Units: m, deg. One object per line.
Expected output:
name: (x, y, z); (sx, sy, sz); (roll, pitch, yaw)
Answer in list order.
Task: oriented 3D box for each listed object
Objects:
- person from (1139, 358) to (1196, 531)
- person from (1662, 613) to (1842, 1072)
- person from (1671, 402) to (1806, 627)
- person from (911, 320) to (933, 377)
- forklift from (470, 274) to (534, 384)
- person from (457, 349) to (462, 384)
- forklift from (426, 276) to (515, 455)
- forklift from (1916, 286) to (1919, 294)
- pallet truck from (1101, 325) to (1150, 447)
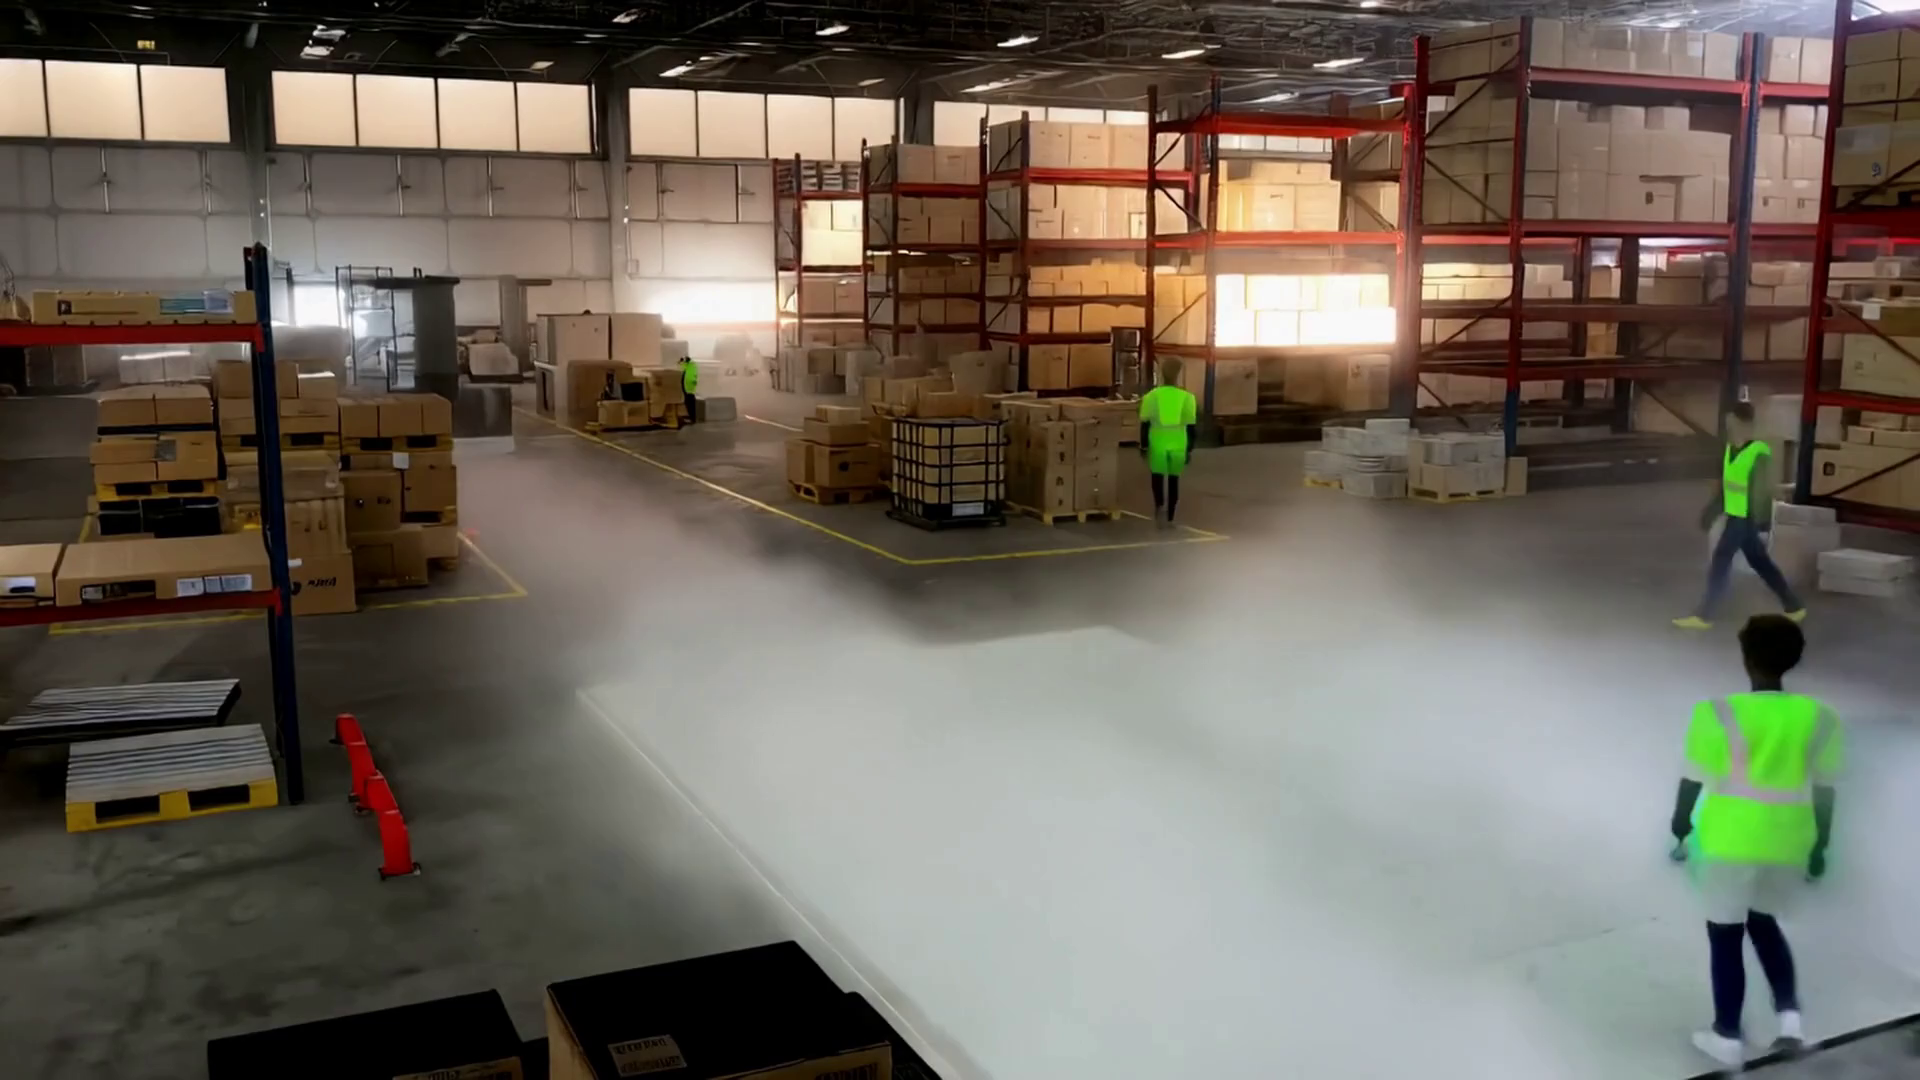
person: (2.341, -1.075, 18.707); (0.623, 1.940, 0.896); (0, 9, 3)
person: (2.855, 1.097, 5.998); (0.547, 1.681, 0.368); (-1, 9, -6)
person: (6.402, -0.192, 13.476); (1.055, 1.863, 0.579); (1, 9, 6)
person: (-0.901, -3.767, 35.609); (0.976, 1.852, 0.676); (-9, 13, -44)
forklift: (-11.485, -5.359, 42.334); (1.873, 2.768, 1.129); (-4, 10, -25)
person: (-8.687, -2.602, 27.974); (0.611, 1.995, 0.380); (-4, 10, -25)
forklift: (-8.069, -2.737, 26.069); (1.873, 2.768, 1.129); (-4, 10, -25)
forklift: (12.667, -1.965, 21.277); (1.873, 2.768, 1.129); (-4, 10, -25)
pallet truck: (2.881, -2.596, 27.923); (0.823, 1.965, 1.885); (-1, 9, -7)
